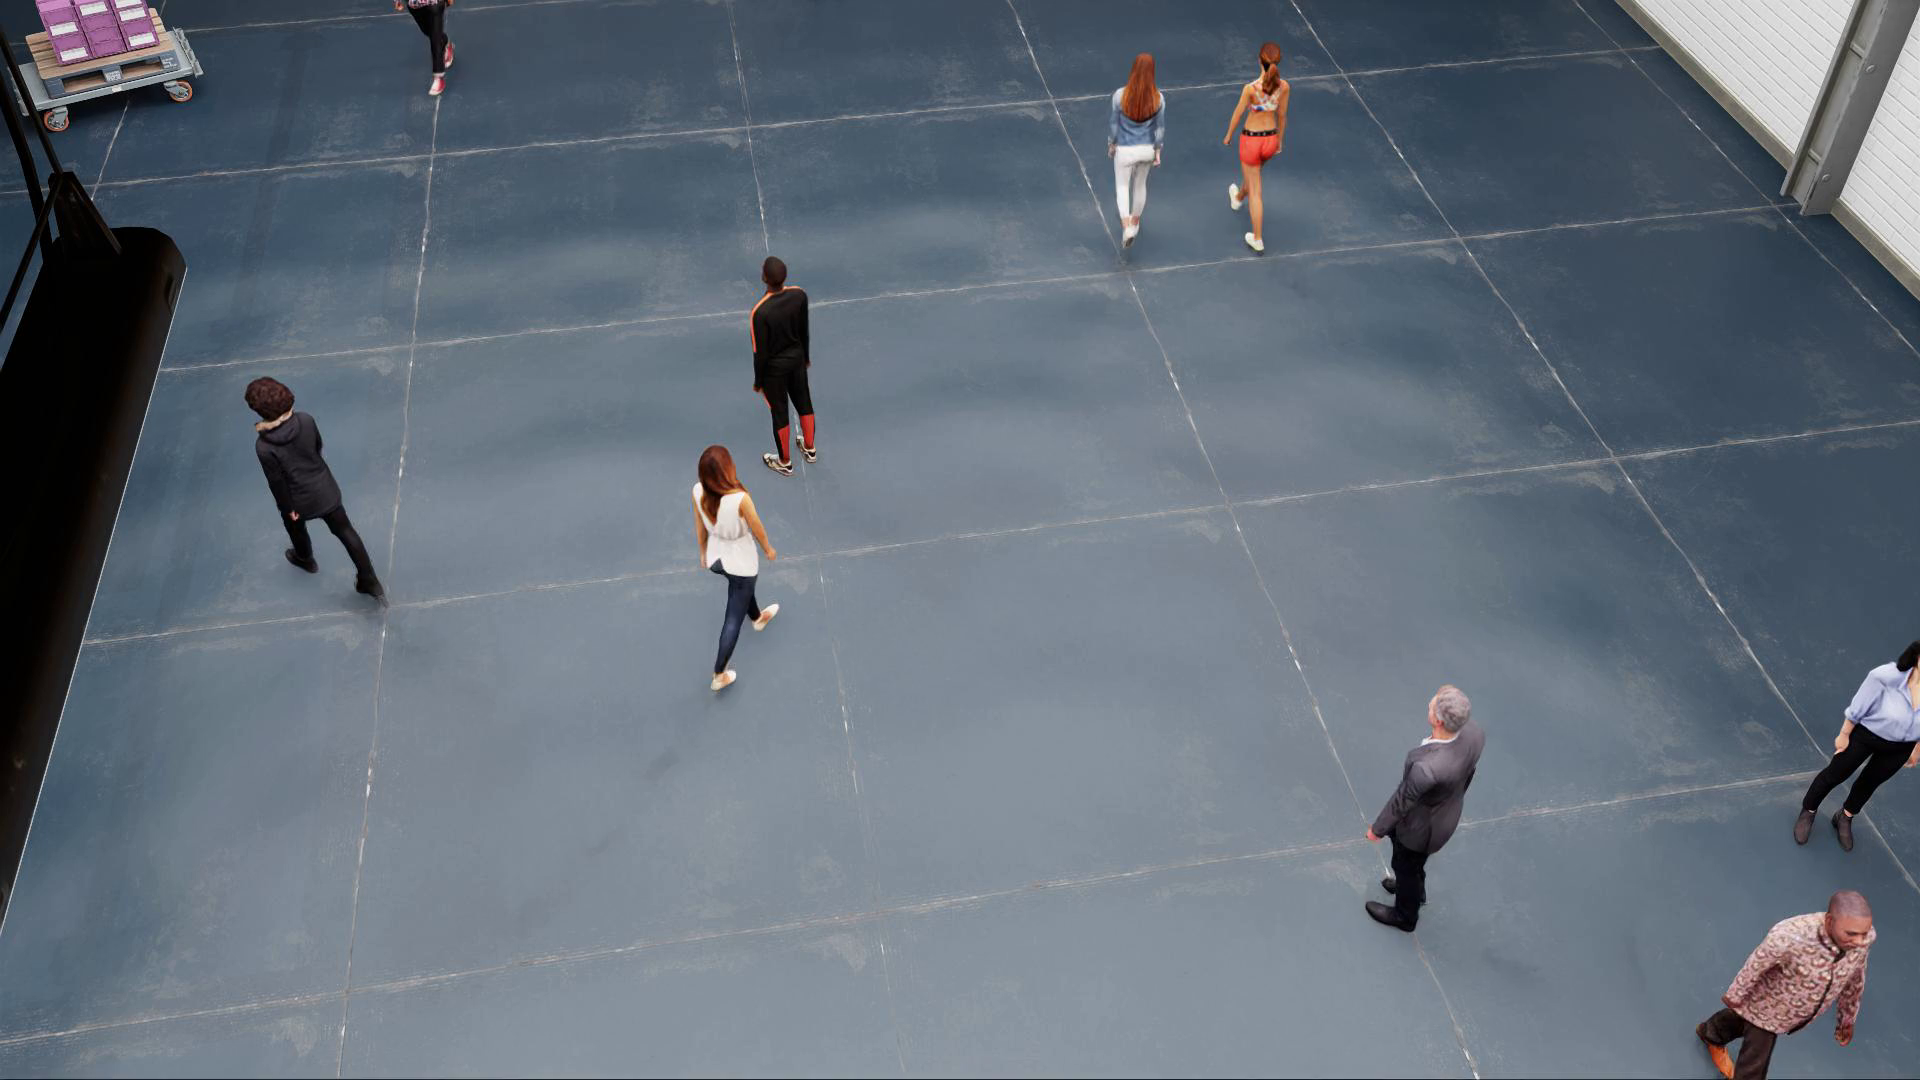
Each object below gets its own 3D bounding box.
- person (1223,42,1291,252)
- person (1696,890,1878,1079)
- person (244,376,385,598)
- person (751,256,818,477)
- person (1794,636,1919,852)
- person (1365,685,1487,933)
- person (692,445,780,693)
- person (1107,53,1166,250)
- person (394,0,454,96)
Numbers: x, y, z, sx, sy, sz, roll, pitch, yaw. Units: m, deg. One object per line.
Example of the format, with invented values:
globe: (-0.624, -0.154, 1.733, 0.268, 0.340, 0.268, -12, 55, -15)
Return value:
person: (2.523, -3.252, 13.960, 0.644, 1.751, 1.114, -10, 45, -11)
person: (4.028, 2.192, 8.232, 0.690, 1.768, 1.119, -8, 44, -9)
person: (-4.206, -0.304, 10.867, 1.182, 1.748, 1.060, 30, 51, 28)
person: (-1.251, -1.244, 11.811, 0.706, 1.808, 0.701, -29, 51, -27)
person: (5.181, 1.124, 9.369, 0.723, 1.747, 0.692, 8, 44, 9)
person: (2.563, 1.511, 8.912, 0.900, 1.818, 0.845, 27, 50, 25)
person: (-1.449, 0.197, 10.339, 1.023, 1.750, 1.133, 22, 48, 21)
person: (1.464, -3.216, 13.974, 0.703, 1.679, 0.920, 0, 44, 0)
person: (-5.169, -5.309, 16.122, 0.885, 1.745, 1.232, 3, 44, 3)
